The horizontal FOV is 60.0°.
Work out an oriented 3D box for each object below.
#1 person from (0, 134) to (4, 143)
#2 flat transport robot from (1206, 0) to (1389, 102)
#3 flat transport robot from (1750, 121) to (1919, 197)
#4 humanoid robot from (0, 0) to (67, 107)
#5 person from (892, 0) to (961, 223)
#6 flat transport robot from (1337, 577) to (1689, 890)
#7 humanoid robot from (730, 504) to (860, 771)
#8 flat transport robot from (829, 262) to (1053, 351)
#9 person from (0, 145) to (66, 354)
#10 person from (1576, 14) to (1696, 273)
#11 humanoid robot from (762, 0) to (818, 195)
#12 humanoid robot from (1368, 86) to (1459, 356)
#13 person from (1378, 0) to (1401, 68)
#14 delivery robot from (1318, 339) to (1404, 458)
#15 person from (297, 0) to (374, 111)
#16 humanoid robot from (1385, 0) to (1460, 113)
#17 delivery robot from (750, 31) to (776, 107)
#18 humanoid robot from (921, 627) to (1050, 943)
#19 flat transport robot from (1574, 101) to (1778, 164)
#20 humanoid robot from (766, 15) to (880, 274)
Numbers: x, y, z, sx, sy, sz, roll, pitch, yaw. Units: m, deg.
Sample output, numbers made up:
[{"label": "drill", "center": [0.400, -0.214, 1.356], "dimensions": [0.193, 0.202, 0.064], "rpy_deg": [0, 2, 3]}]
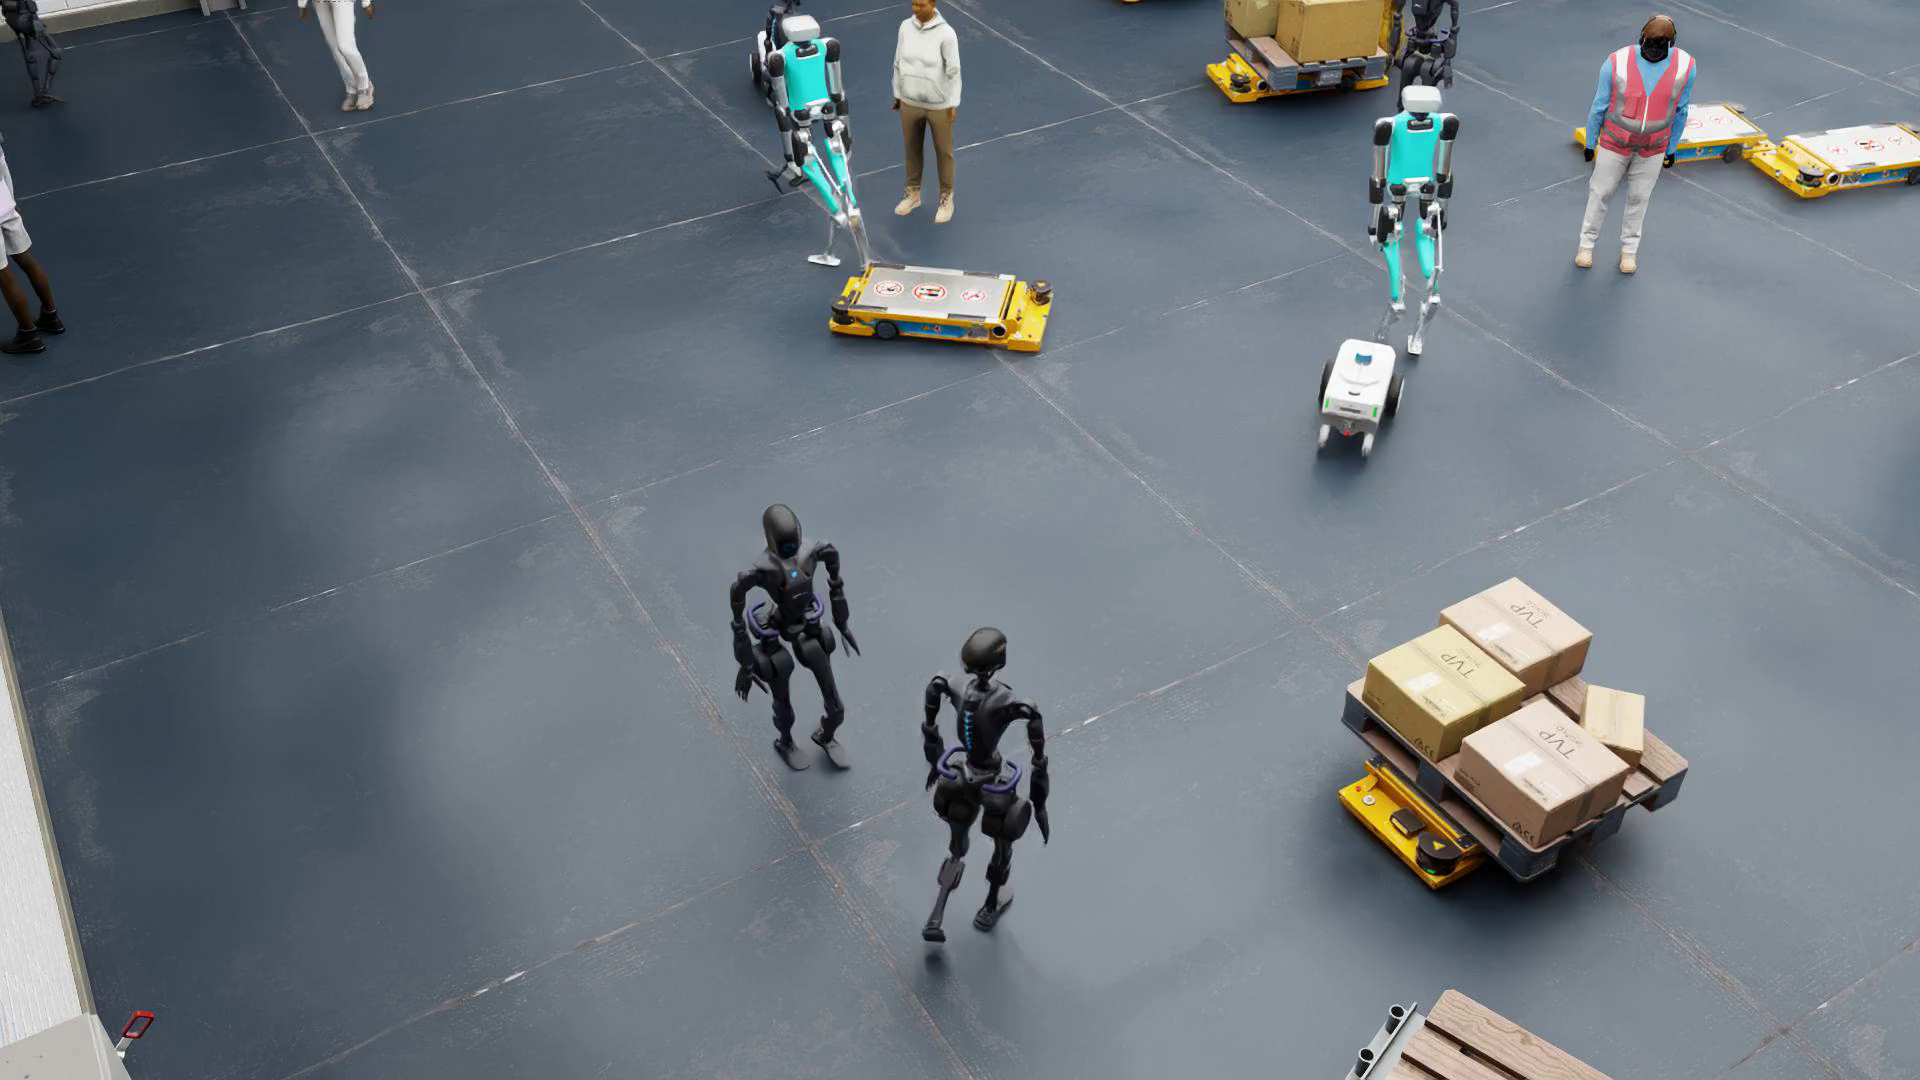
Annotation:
[{"label": "person", "center": [-7.975, -3.986, 13.052], "dimensions": [0.391, 1.846, 0.563], "rpy_deg": [-26, 45, -29]}, {"label": "flat transport robot", "center": [2.928, -4.074, 14.433], "dimensions": [1.431, 0.231, 0.659], "rpy_deg": [-9, 39, -11]}, {"label": "flat transport robot", "center": [7.044, -2.990, 13.064], "dimensions": [1.431, 0.231, 0.659], "rpy_deg": [-10, 39, -12]}, {"label": "humanoid robot", "center": [-7.742, -4.386, 13.694], "dimensions": [0.353, 1.645, 0.608], "rpy_deg": [-30, 47, -32]}, {"label": "person", "center": [-0.233, -3.180, 12.097], "dimensions": [0.531, 1.766, 0.364], "rpy_deg": [15, 41, 19]}, {"label": "flat transport robot", "center": [2.561, 1.111, 7.890], "dimensions": [1.431, 0.231, 0.659], "rpy_deg": [-21, 43, -24]}, {"label": "humanoid robot", "center": [-0.764, 0.448, 7.601], "dimensions": [0.612, 1.635, 0.426], "rpy_deg": [-20, 43, -24]}, {"label": "flat transport robot", "center": [-0.121, -1.583, 11.289], "dimensions": [1.431, 0.231, 0.659], "rpy_deg": [6, 39, 8]}, {"label": "person", "center": [-6.219, -2.081, 10.584], "dimensions": [0.367, 1.928, 0.542], "rpy_deg": [7, 39, 9]}, {"label": "person", "center": [4.634, -2.734, 11.489], "dimensions": [0.633, 1.830, 0.430], "rpy_deg": [8, 39, 10]}, {"label": "humanoid robot", "center": [-1.342, -3.379, 12.438], "dimensions": [0.560, 1.637, 0.609], "rpy_deg": [-30, 47, -32]}, {"label": "humanoid robot", "center": [2.871, -1.896, 10.531], "dimensions": [0.555, 1.801, 0.772], "rpy_deg": [-3, 38, -4]}, {"label": "person", "center": [3.678, -4.792, 14.149], "dimensions": [0.556, 1.730, 0.432], "rpy_deg": [-12, 40, -15]}, {"label": "delivery robot", "center": [2.447, -0.913, 10.226], "dimensions": [0.499, 0.610, 0.814], "rpy_deg": [13, 40, 15]}, {"label": "person", "center": [-5.121, -4.394, 13.549], "dimensions": [0.616, 1.865, 0.454], "rpy_deg": [7, 39, 9]}, {"label": "humanoid robot", "center": [3.652, -3.791, 12.966], "dimensions": [0.434, 1.655, 0.601], "rpy_deg": [-32, 48, -34]}, {"label": "delivery robot", "center": [-1.528, -4.081, 14.202], "dimensions": [0.499, 0.583, 0.767], "rpy_deg": [-6, 39, -8]}, {"label": "humanoid robot", "center": [0.066, 1.064, 6.817], "dimensions": [0.590, 1.640, 0.498], "rpy_deg": [17, 41, 20]}, {"label": "flat transport robot", "center": [5.769, -3.246, 13.388], "dimensions": [1.431, 0.231, 0.659], "rpy_deg": [-8, 39, -10]}, {"label": "humanoid robot", "center": [-0.874, -2.620, 11.412], "dimensions": [0.587, 1.772, 0.877], "rpy_deg": [-19, 42, -23]}]
